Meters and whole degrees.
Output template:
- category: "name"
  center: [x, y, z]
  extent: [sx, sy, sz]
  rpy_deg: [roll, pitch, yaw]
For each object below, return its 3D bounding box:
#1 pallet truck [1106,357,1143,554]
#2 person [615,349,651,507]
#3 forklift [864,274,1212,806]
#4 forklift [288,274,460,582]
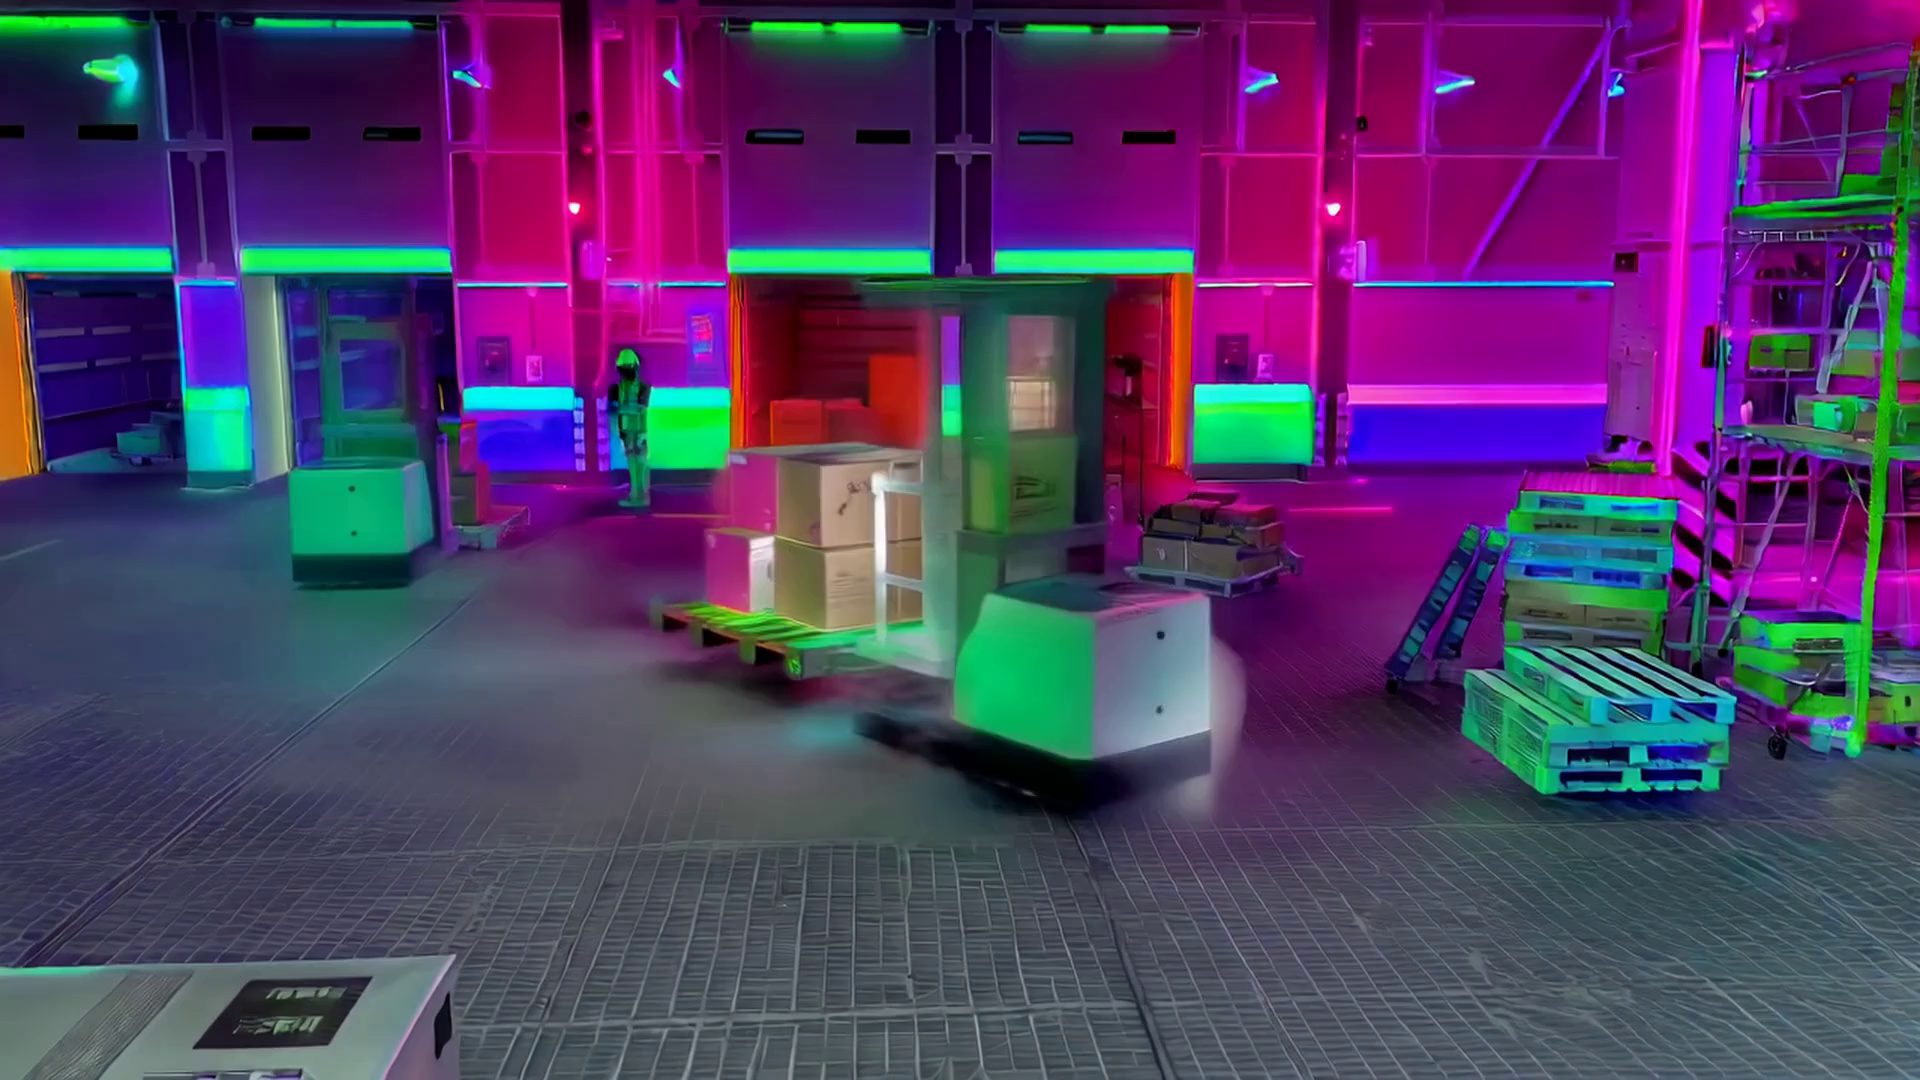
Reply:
- category: "pallet truck"
  center: [2.088, -0.836, 16.757]
  extent: [1.885, 1.965, 0.823]
  rpy_deg: [2, 9, 13]
- category: "person"
  center: [-4.008, -1.368, 20.319]
  extent: [0.389, 1.930, 0.544]
  rpy_deg: [-8, 12, -41]
- category: "forklift"
  center: [0.443, -0.107, 9.418]
  extent: [1.129, 2.768, 1.873]
  rpy_deg: [-7, 11, -38]
- category: "forklift"
  center: [-5.554, -1.101, 15.662]
  extent: [1.129, 2.768, 1.873]
  rpy_deg: [-1, 9, -4]
